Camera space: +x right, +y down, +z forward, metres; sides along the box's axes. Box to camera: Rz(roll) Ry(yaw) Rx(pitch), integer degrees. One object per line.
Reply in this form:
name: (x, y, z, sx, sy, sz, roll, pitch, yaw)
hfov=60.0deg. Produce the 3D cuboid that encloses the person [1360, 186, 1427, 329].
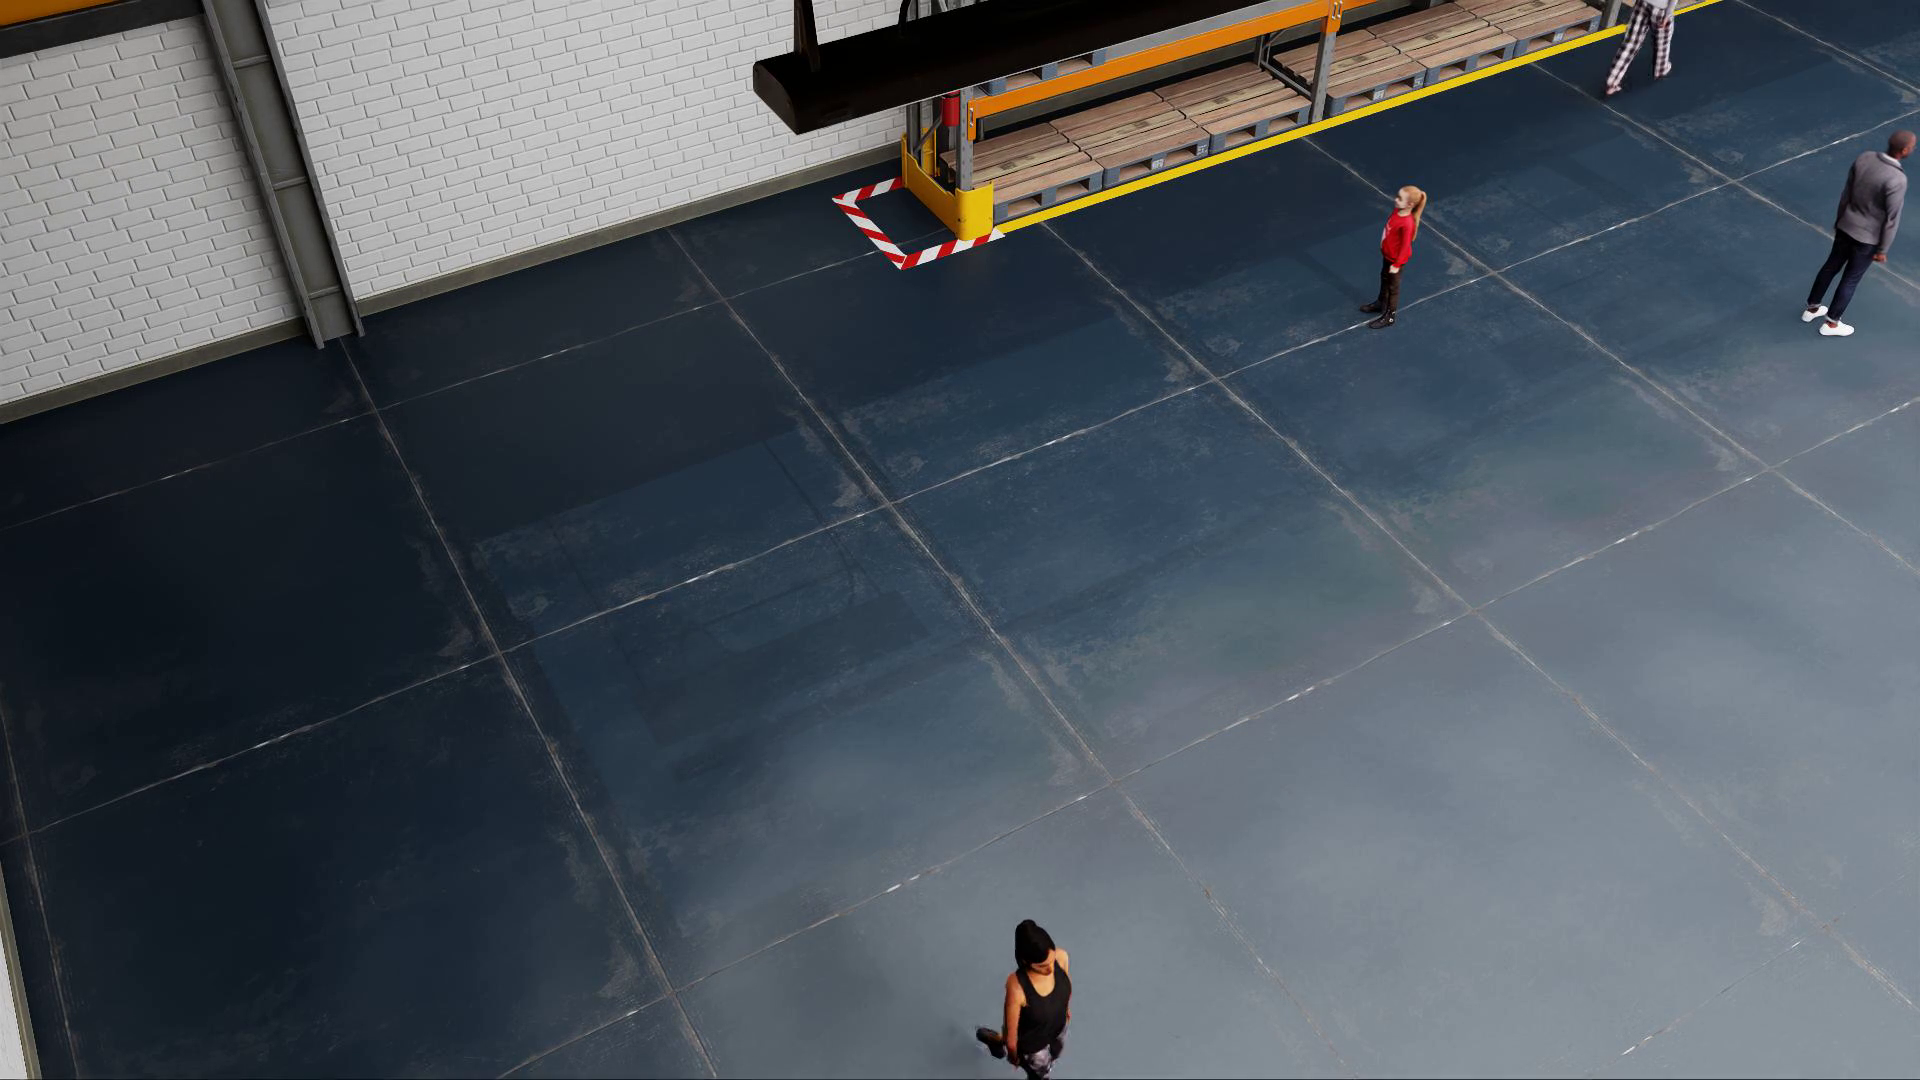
person: (3.557, -2.332, 13.594, 0.598, 1.280, 0.568, -5, 44, -5)

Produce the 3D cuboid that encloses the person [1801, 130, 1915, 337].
person: (7.220, -2.471, 13.354, 0.675, 1.813, 0.762, -12, 45, -13)

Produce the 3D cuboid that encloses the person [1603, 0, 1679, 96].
person: (6.712, -5.176, 16.205, 1.210, 1.797, 0.767, -30, 51, -27)

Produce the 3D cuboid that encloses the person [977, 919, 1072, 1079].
person: (0.333, 2.396, 8.365, 0.814, 1.648, 0.883, 32, 52, 29)
